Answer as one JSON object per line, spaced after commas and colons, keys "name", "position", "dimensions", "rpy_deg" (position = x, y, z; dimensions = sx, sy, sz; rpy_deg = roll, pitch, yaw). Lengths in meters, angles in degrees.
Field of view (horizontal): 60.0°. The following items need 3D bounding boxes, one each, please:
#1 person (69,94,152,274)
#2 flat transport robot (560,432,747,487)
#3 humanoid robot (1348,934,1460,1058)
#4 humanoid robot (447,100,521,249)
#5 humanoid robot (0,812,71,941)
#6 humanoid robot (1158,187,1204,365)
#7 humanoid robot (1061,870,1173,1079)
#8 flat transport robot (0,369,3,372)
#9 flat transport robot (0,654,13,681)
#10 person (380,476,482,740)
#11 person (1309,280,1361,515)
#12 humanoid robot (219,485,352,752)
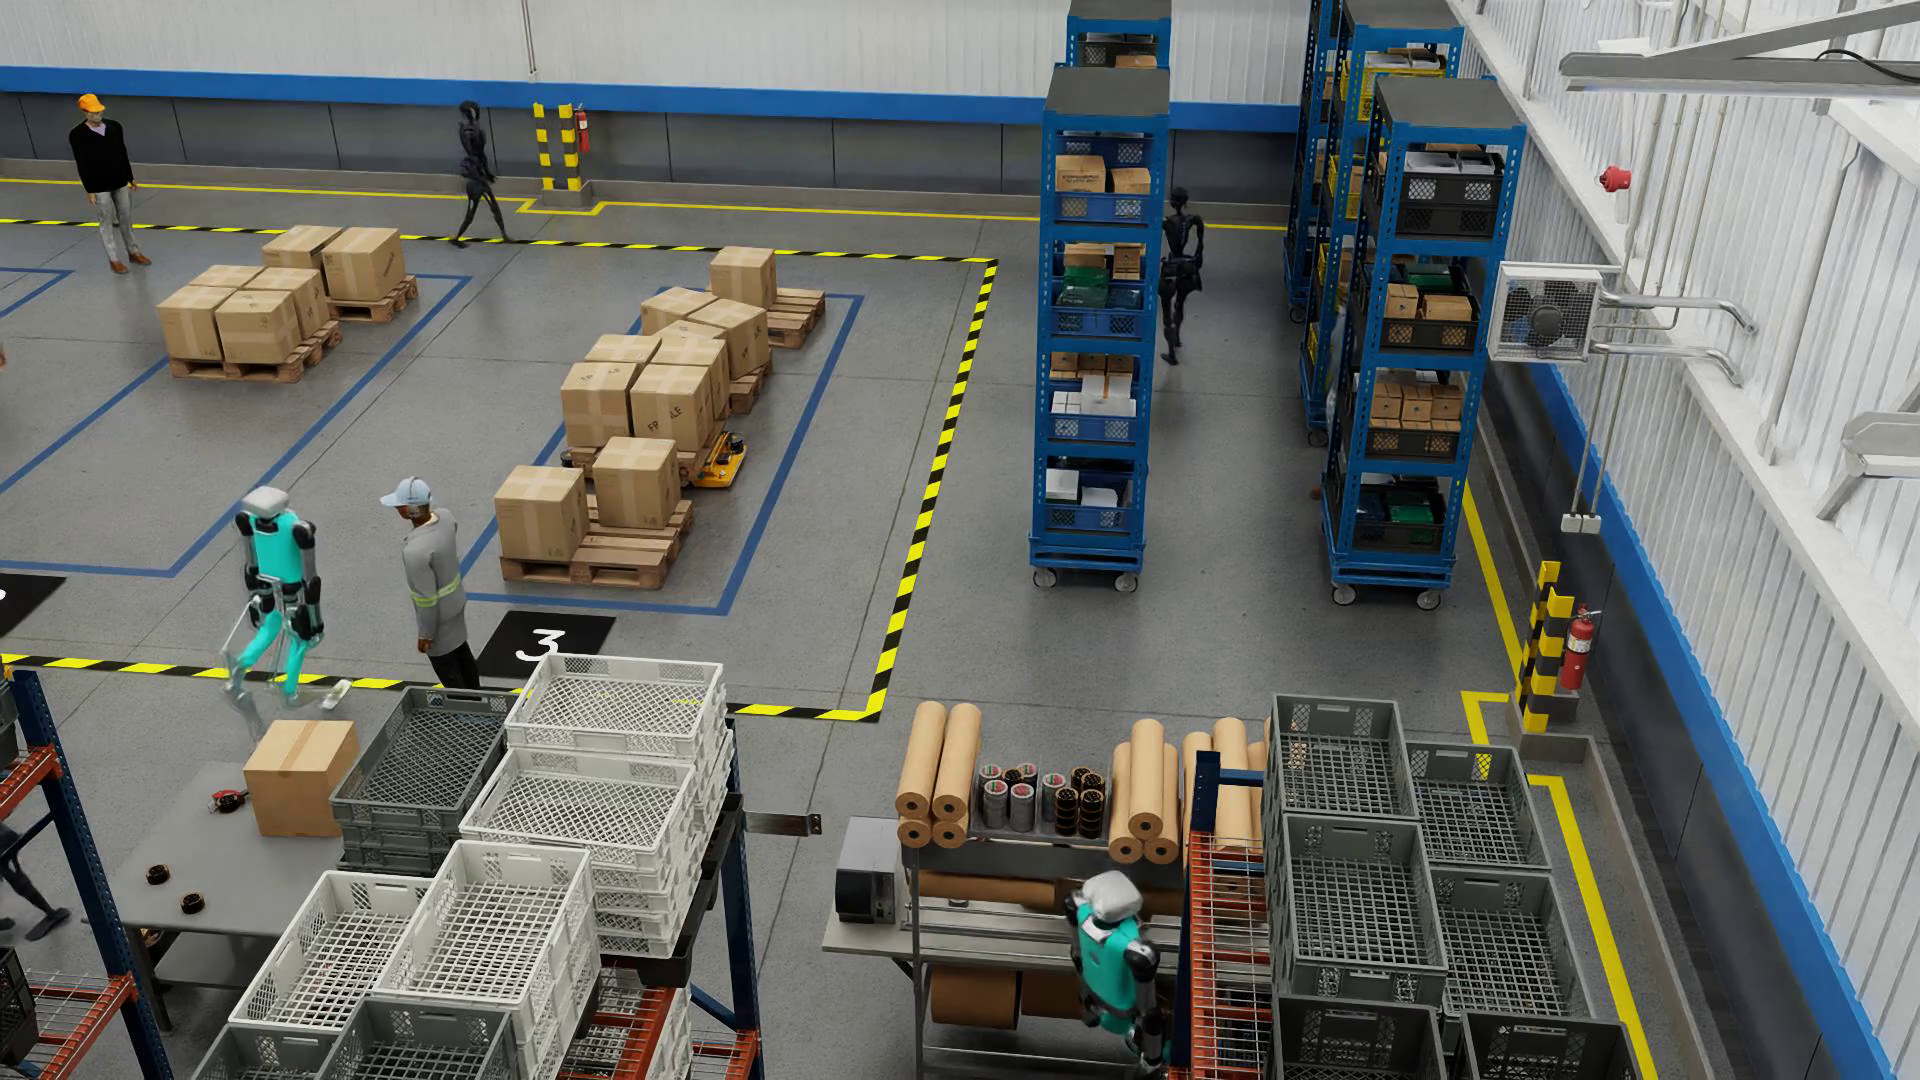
{"name": "person", "position": [-8.964, -3.766, 17.538], "dimensions": [0.386, 1.884, 0.585], "rpy_deg": [17, 34, 27]}
{"name": "flat transport robot", "position": [-2.554, -0.707, 13.861], "dimensions": [1.431, 0.197, 0.652], "rpy_deg": [3, 30, 6]}
{"name": "humanoid robot", "position": [1.897, 2.219, 7.484], "dimensions": [0.610, 1.634, 0.635], "rpy_deg": [23, 38, 34]}
{"name": "humanoid robot", "position": [-5.312, -3.985, 18.170], "dimensions": [0.772, 1.635, 0.589], "rpy_deg": [-2, 30, -3]}
{"name": "humanoid robot", "position": [-5.143, 1.477, 8.743], "dimensions": [0.599, 1.639, 0.482], "rpy_deg": [19, 35, 29]}
{"name": "humanoid robot", "position": [1.997, -2.501, 15.579], "dimensions": [0.584, 1.639, 0.595], "rpy_deg": [-9, 31, -15]}
{"name": "humanoid robot", "position": [0.849, 2.126, 7.573], "dimensions": [0.803, 1.766, 0.550], "rpy_deg": [-21, 36, -32]}
{"name": "flat transport robot", "position": [-9.342, -1.325, 14.922], "dimensions": [0.652, 0.197, 1.431], "rpy_deg": [3, 30, 6]}
{"name": "flat transport robot", "position": [-7.142, 0.969, 11.010], "dimensions": [1.431, 0.231, 0.659], "rpy_deg": [3, 30, 6]}
{"name": "person", "position": [-3.276, 0.432, 10.357], "dimensions": [0.389, 1.850, 0.599], "rpy_deg": [2, 30, 3]}
{"name": "person", "position": [3.019, -1.104, 12.915], "dimensions": [0.367, 1.936, 0.629], "rpy_deg": [-5, 31, -9]}
{"name": "humanoid robot", "position": [-4.267, 0.565, 10.277], "dimensions": [0.542, 1.742, 1.048], "rpy_deg": [10, 32, 16]}
